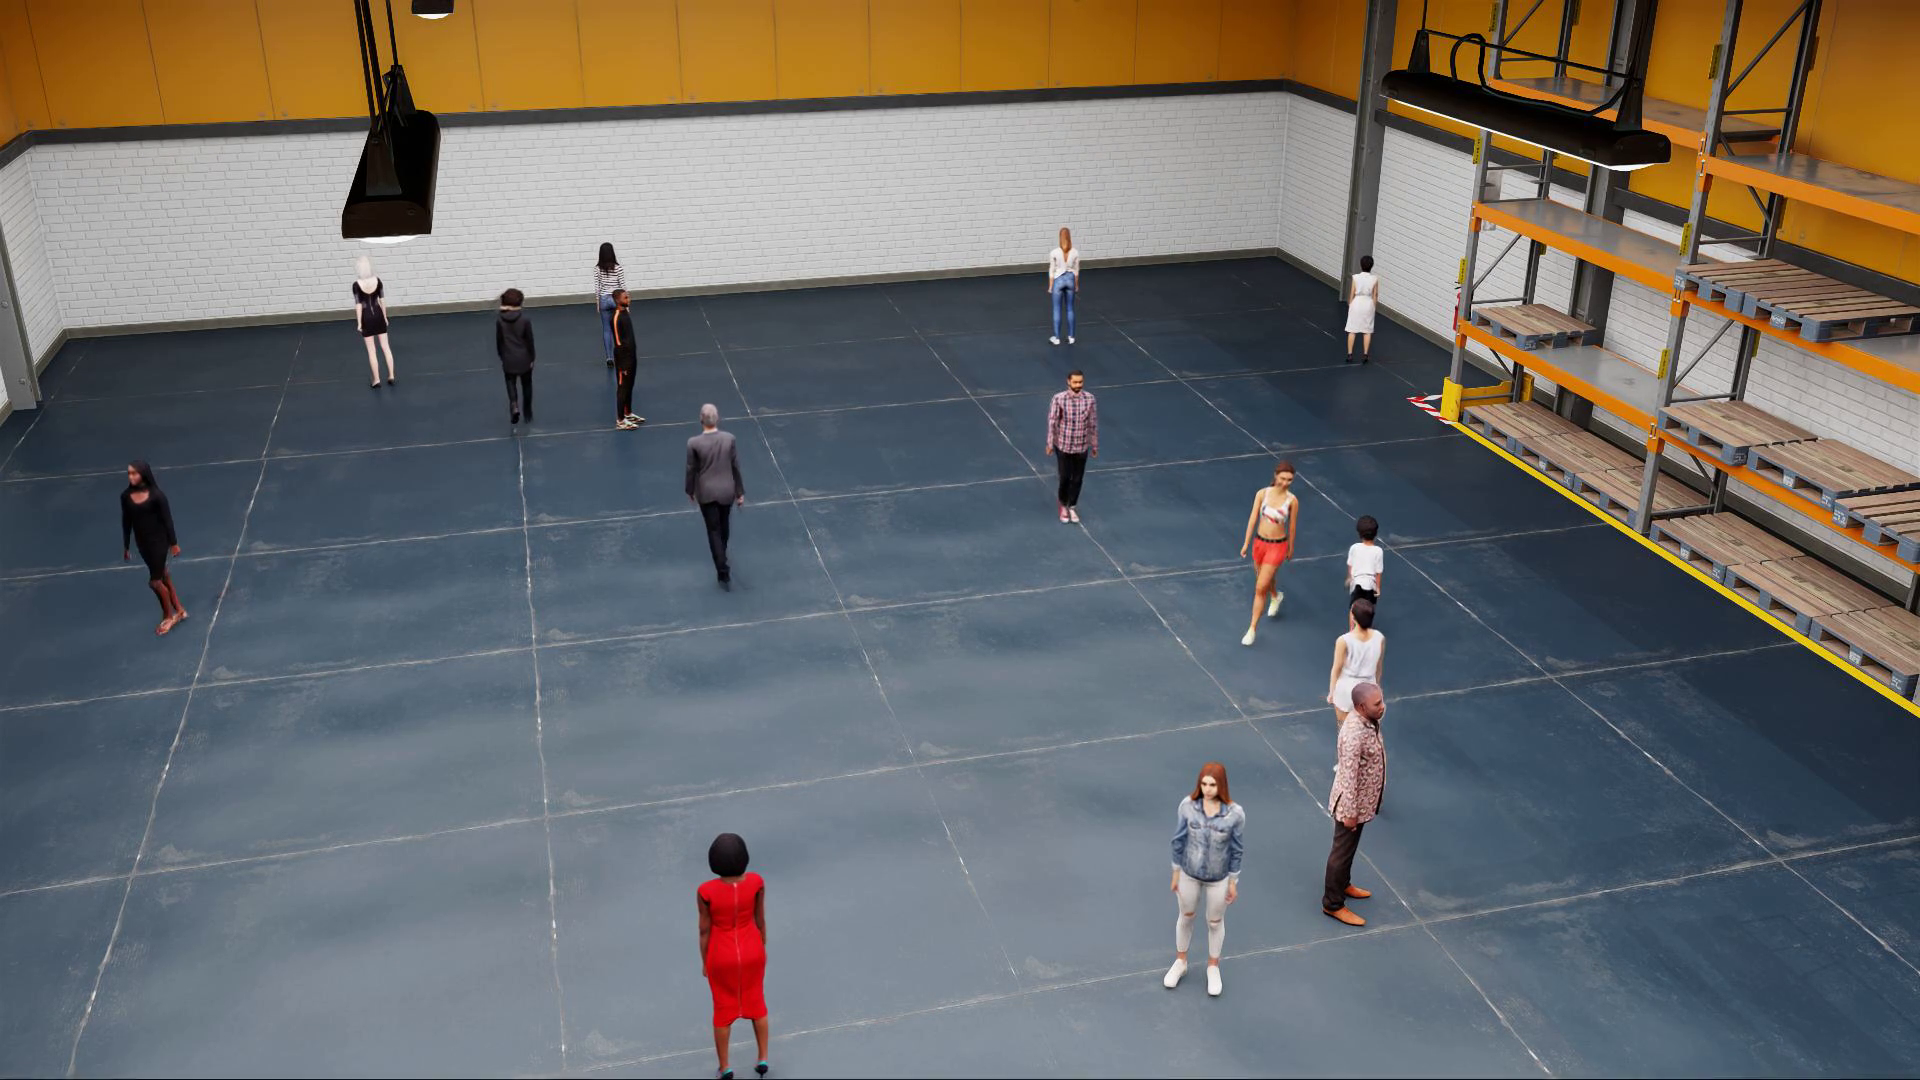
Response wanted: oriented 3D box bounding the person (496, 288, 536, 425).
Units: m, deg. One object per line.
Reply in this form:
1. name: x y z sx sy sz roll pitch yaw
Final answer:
1. person: -5.625 -2.293 21.076 0.673 1.766 0.906 -3 24 -7

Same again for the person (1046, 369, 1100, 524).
1. person: 1.216 -1.062 18.277 0.710 1.752 0.600 -5 24 -12

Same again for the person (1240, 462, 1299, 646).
1. person: 2.947 0.068 15.700 1.122 1.745 1.166 15 28 31

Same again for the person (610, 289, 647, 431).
1. person: -4.253 -2.309 21.062 0.743 1.806 0.608 2 24 5

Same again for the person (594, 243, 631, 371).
1. person: -4.876 -3.277 23.289 0.643 1.796 0.580 1 24 2

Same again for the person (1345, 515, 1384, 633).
1. person: 3.763 0.411 15.561 0.829 1.230 0.955 10 26 22

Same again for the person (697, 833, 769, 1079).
1. person: -1.353 2.541 10.052 0.573 1.738 0.541 -8 25 -18

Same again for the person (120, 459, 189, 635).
1. person: -7.632 0.024 15.852 0.774 1.704 0.837 6 24 13

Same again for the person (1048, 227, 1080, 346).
1. person: 1.528 -3.737 24.438 0.616 1.719 0.516 -5 24 -11

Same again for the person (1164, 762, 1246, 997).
1. person: 1.608 2.189 10.902 0.688 1.703 0.690 7 25 15

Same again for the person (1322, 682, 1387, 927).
1. person: 2.753 1.801 11.658 0.841 1.808 0.743 9 25 20

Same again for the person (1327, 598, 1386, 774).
1. person: 3.175 1.236 13.212 0.551 1.599 0.617 -6 24 -13

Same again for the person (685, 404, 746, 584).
1. person: -2.450 -0.429 16.788 0.828 1.784 1.243 -9 25 -20

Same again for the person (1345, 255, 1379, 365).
1. person: 5.701 -3.262 23.557 0.633 1.553 0.629 3 24 6

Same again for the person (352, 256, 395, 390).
1. person: -7.945 -2.951 22.503 0.643 1.829 0.641 -20 30 -38
